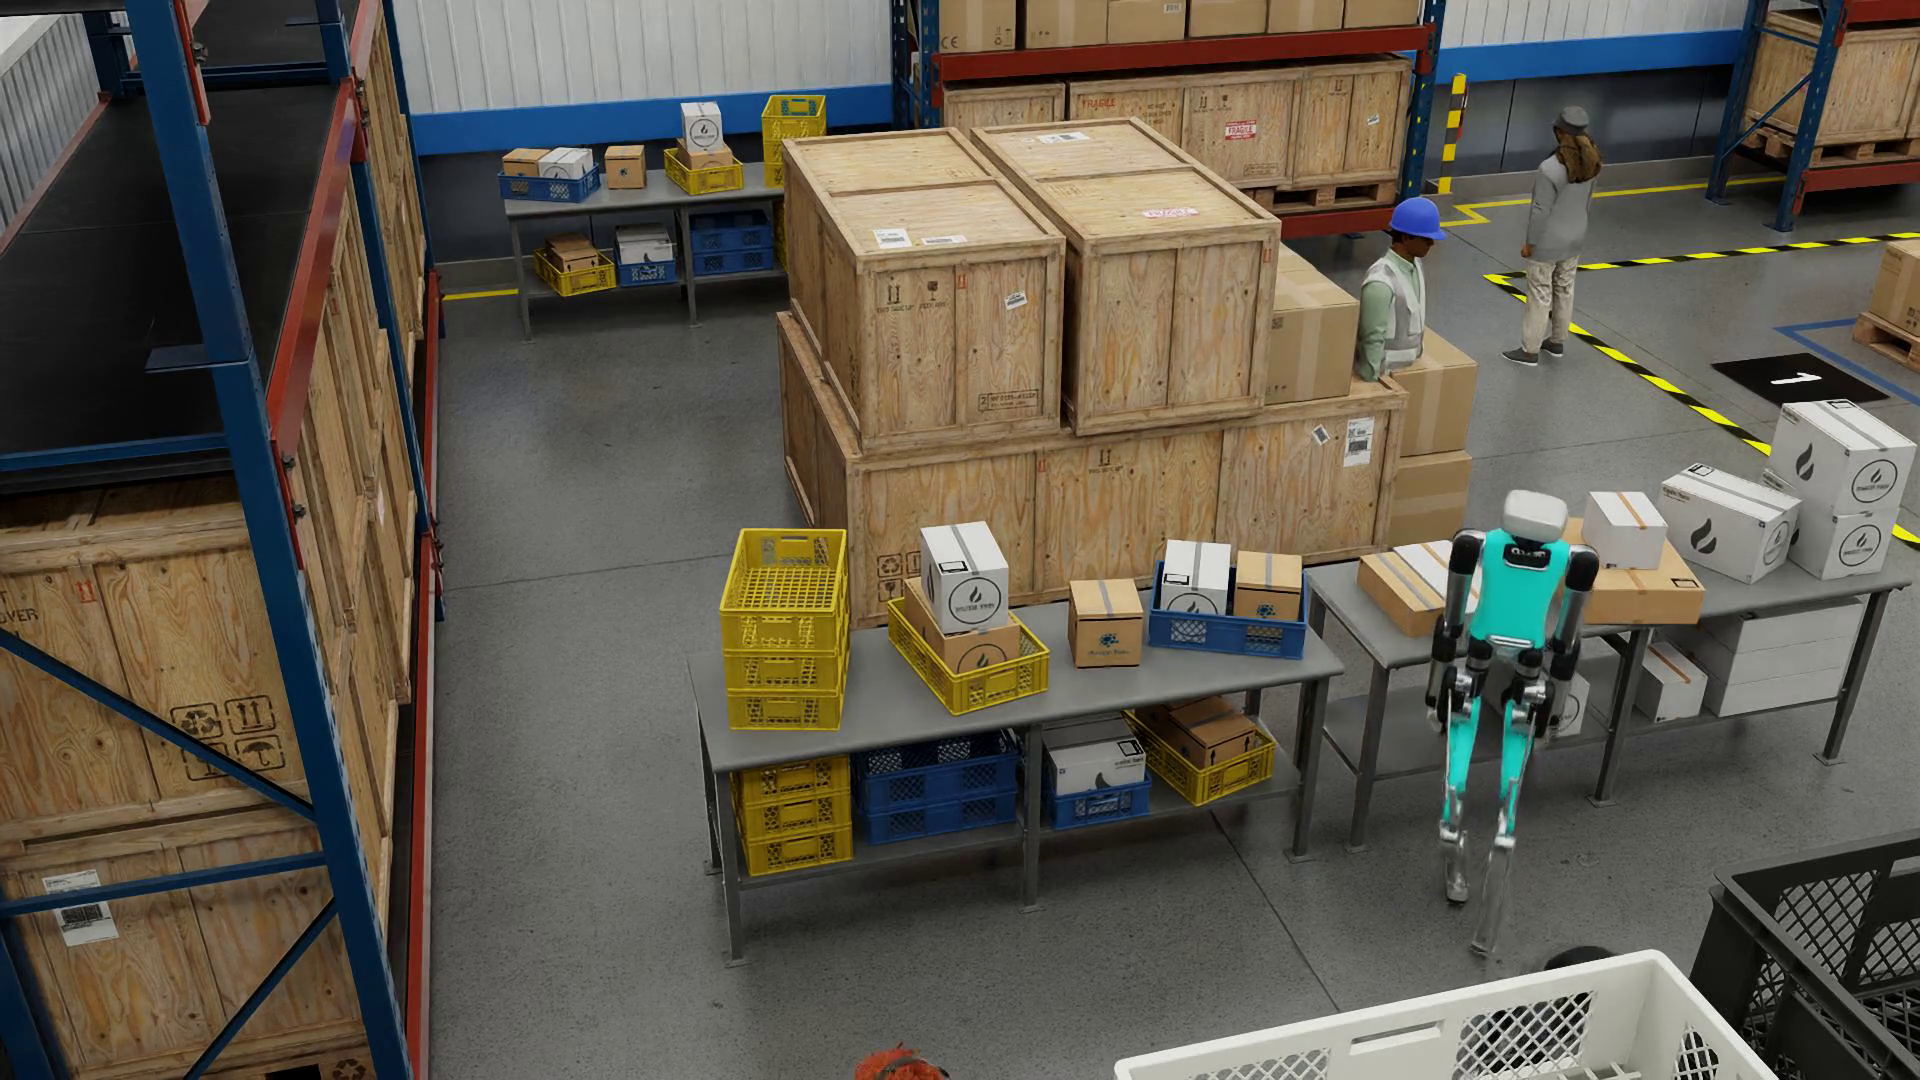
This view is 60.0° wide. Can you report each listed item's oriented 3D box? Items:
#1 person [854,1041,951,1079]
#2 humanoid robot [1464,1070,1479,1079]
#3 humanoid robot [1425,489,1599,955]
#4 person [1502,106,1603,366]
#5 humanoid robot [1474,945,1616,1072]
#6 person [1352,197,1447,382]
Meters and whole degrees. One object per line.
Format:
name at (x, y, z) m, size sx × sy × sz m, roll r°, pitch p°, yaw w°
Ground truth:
person at (-0.038, 1.940, 3.963) m, size 0.631 × 1.847 × 0.886 m, roll -3°, pitch 29°, yaw -5°
humanoid robot at (1.002, 1.942, 4.170) m, size 0.738 × 1.886 × 0.553 m, roll 24°, pitch 37°, yaw 37°
humanoid robot at (2.025, 0.779, 6.302) m, size 0.548 × 1.905 × 0.717 m, roll 7°, pitch 30°, yaw 12°
person at (4.041, -2.053, 11.286) m, size 0.572 × 1.767 × 0.399 m, roll -17°, pitch 33°, yaw -28°
humanoid robot at (1.514, 1.741, 4.505) m, size 0.415 × 1.648 × 0.590 m, roll -10°, pitch 30°, yaw -17°
person at (2.330, -0.924, 9.067) m, size 0.411 × 1.939 × 0.602 m, roll 18°, pitch 34°, yaw 29°
